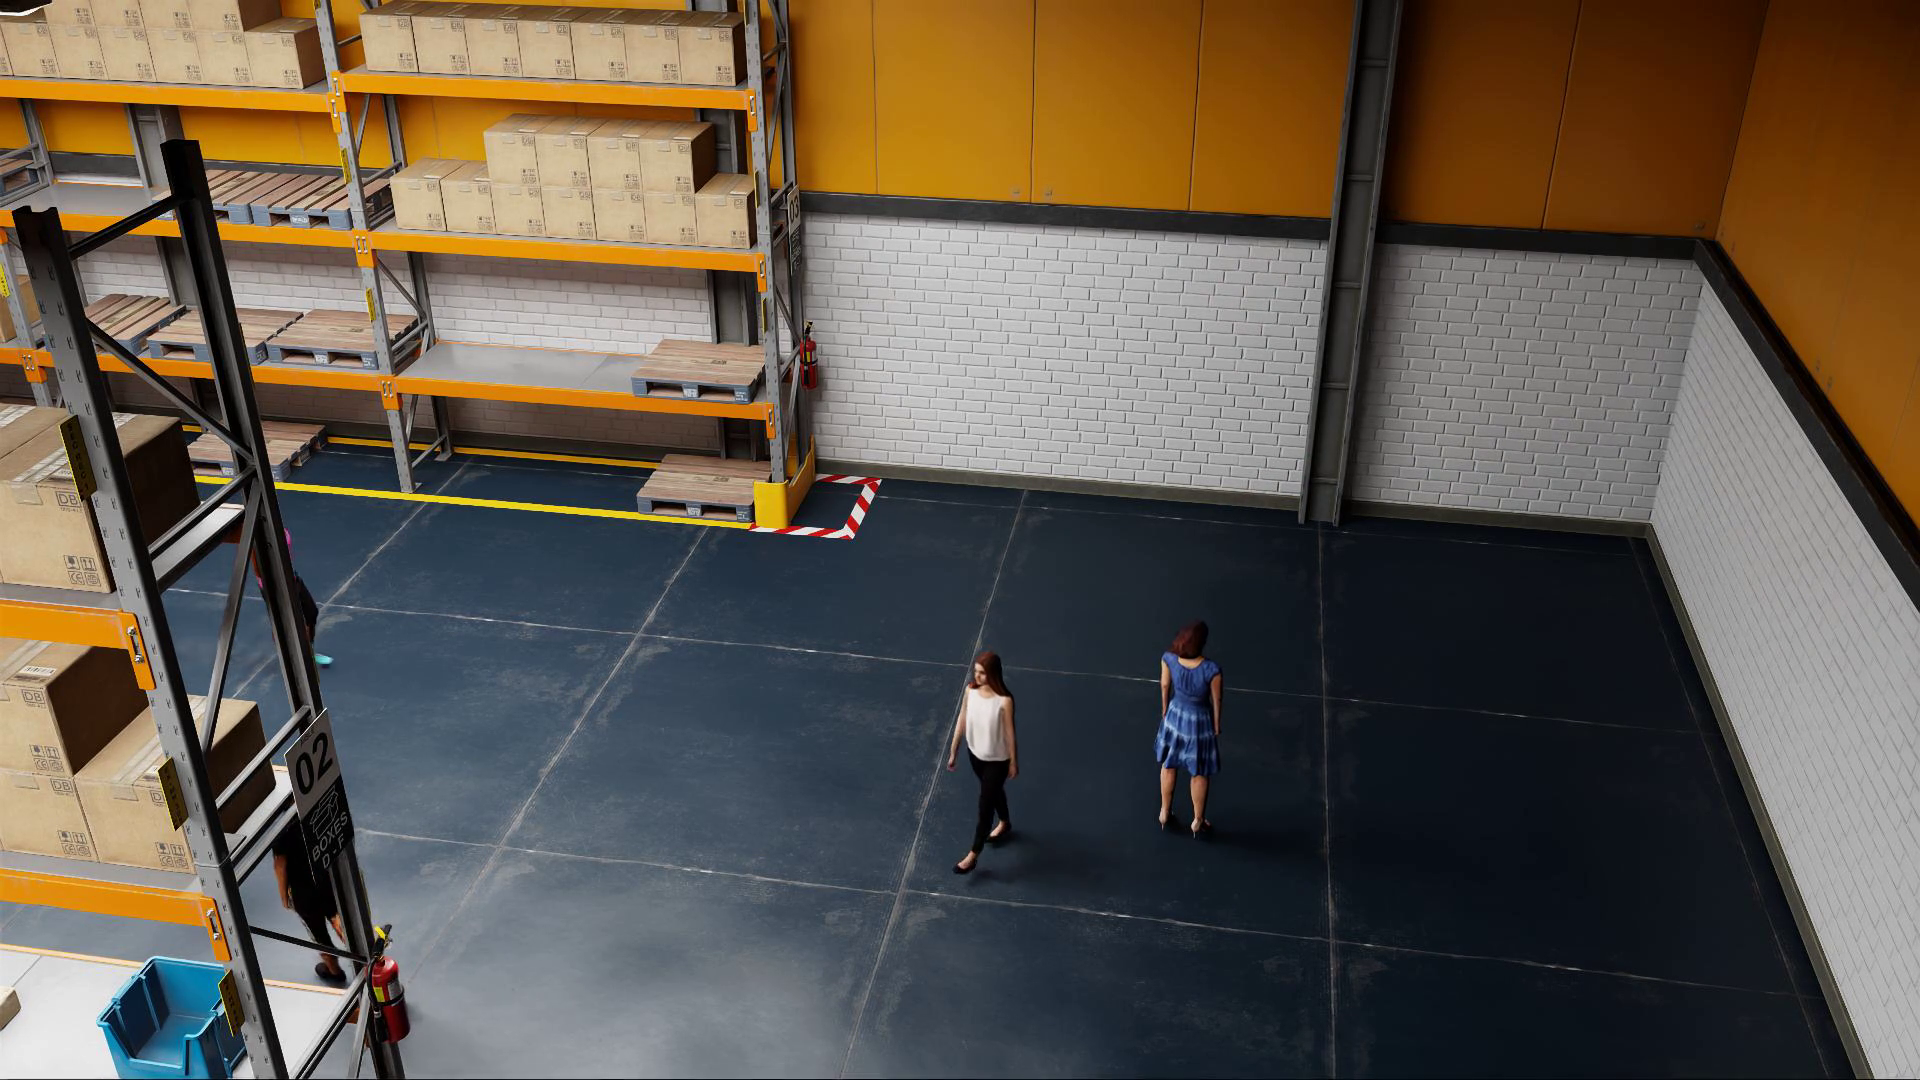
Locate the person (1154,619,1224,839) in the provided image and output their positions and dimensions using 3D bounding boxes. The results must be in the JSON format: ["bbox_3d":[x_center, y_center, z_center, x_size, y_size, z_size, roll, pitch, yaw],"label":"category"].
[{"bbox_3d":[1.654,1.351,11.969,0.612,1.808,0.789,14,32,24],"label":"person"}]

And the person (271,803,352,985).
[{"bbox_3d":[-4.061,2.194,10.585,0.756,1.653,0.708,16,32,27],"label":"person"}]

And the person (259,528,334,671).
[{"bbox_3d":[-5.749,0.373,13.860,0.641,1.714,0.602,4,29,7],"label":"person"}]

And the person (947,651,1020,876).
[{"bbox_3d":[0.266,1.495,11.828,1.015,1.690,0.973,24,36,36],"label":"person"}]
